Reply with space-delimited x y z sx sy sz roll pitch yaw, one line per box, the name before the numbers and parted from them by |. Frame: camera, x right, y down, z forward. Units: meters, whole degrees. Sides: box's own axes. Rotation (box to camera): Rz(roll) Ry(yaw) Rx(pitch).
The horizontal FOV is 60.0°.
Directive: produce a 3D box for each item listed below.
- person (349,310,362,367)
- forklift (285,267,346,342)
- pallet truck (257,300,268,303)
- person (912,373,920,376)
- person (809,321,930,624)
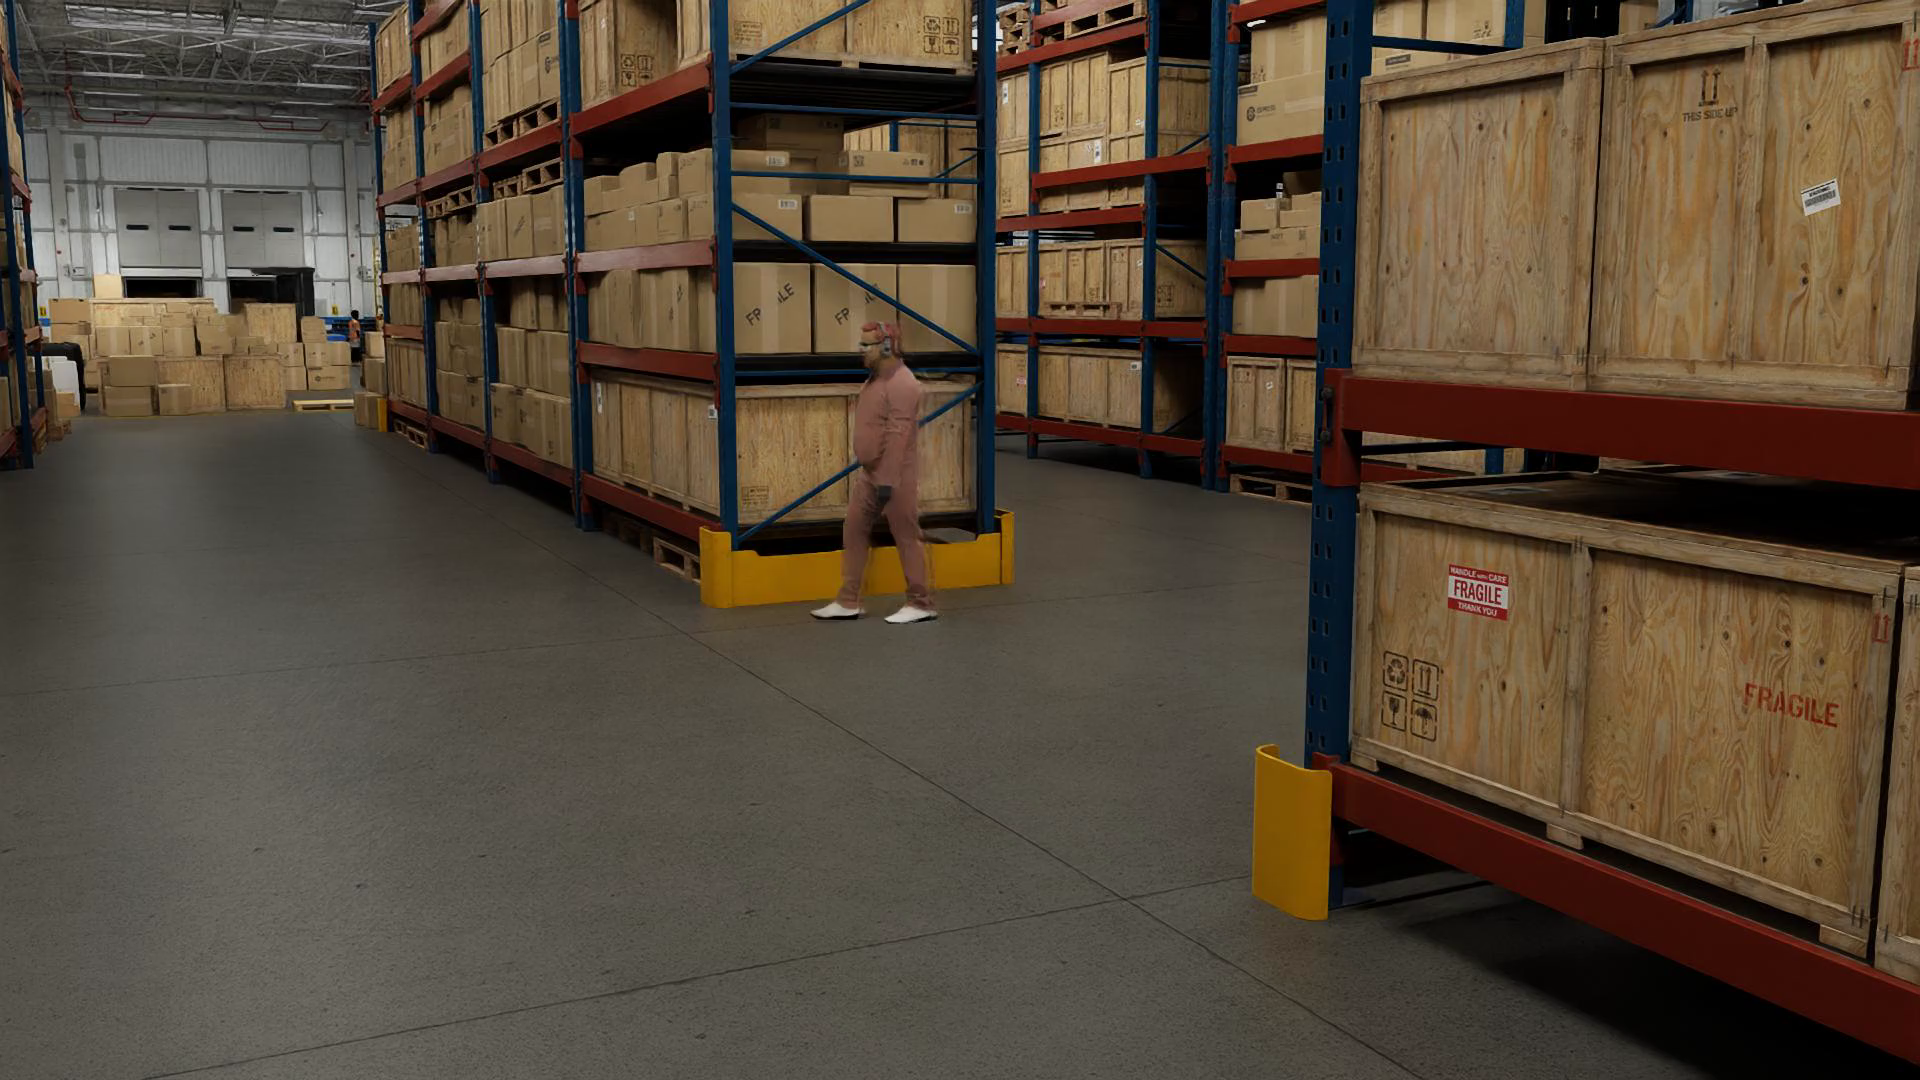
person | -18.010 -6.005 49.552 0.317 1.695 0.540 -7 11 -41
forklift | -16.872 -5.598 42.692 1.129 2.768 1.873 7 11 39
pallet truck | -23.913 -7.404 58.171 1.885 1.965 0.823 -1 8 -9
person | -0.596 -1.068 15.552 0.576 1.687 0.330 5 10 33
person | -0.555 -0.395 10.234 0.854 1.873 0.670 -4 9 -24
